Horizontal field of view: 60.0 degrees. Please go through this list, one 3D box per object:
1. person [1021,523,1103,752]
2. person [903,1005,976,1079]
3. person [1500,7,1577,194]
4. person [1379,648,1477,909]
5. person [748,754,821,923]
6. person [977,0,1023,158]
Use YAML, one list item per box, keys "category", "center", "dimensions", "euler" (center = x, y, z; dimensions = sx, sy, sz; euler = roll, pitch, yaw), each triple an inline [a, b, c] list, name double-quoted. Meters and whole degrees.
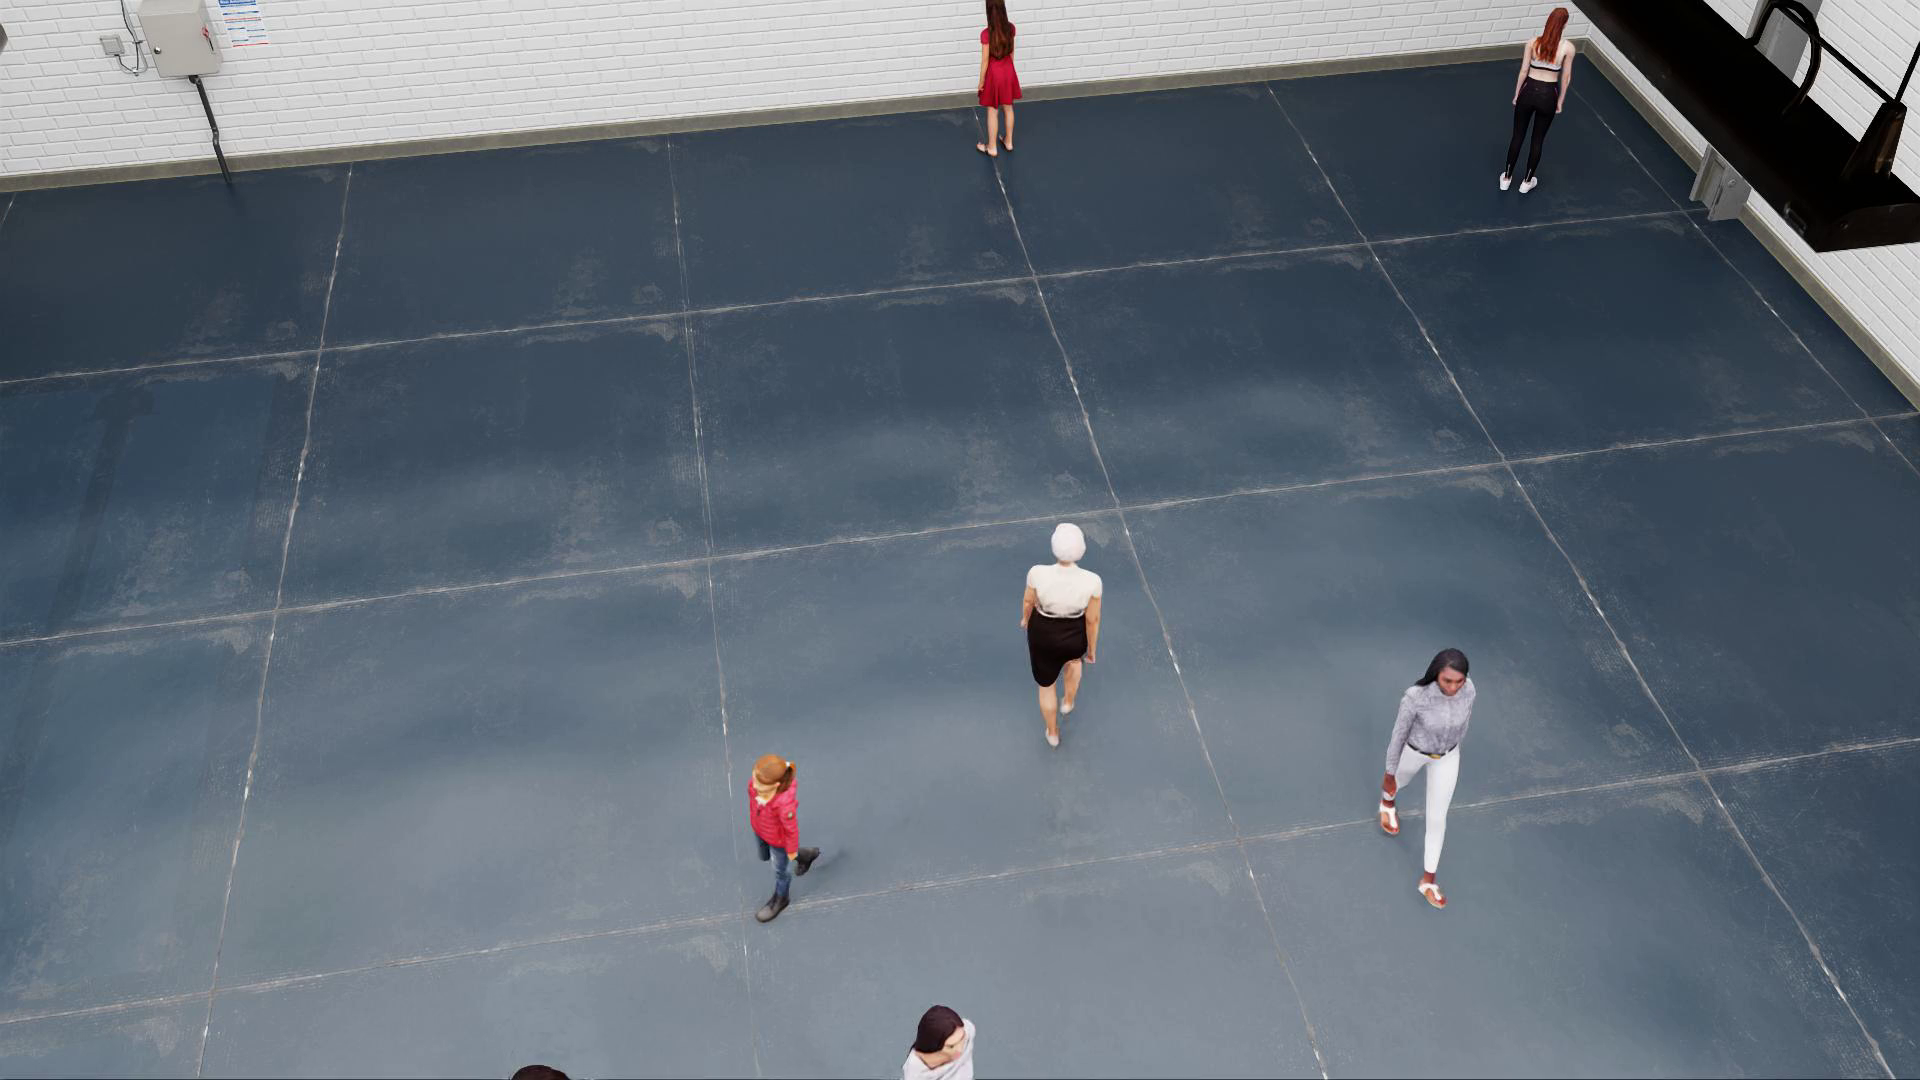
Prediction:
- category: "person"
  center: [0.592, 0.657, 9.987]
  dimensions: [0.692, 1.737, 0.780]
  euler: [1, 44, 1]
- category: "person"
  center: [-0.180, 2.671, 7.968]
  dimensions: [0.933, 1.605, 1.133]
  euler: [-30, 51, -28]
- category: "person"
  center: [5.128, -3.903, 14.769]
  dimensions: [0.670, 1.742, 0.692]
  euler: [17, 46, 17]
- category: "person"
  center: [2.619, 1.173, 9.485]
  dimensions: [0.730, 1.681, 1.148]
  euler: [-2, 44, -2]
- category: "person"
  center: [-0.988, 1.604, 9.303]
  dimensions: [0.770, 1.309, 0.758]
  euler: [-31, 52, -28]
- category: "person"
  center: [0.353, -4.281, 15.304]
  dimensions: [0.646, 1.552, 0.702]
  euler: [-23, 48, -23]
